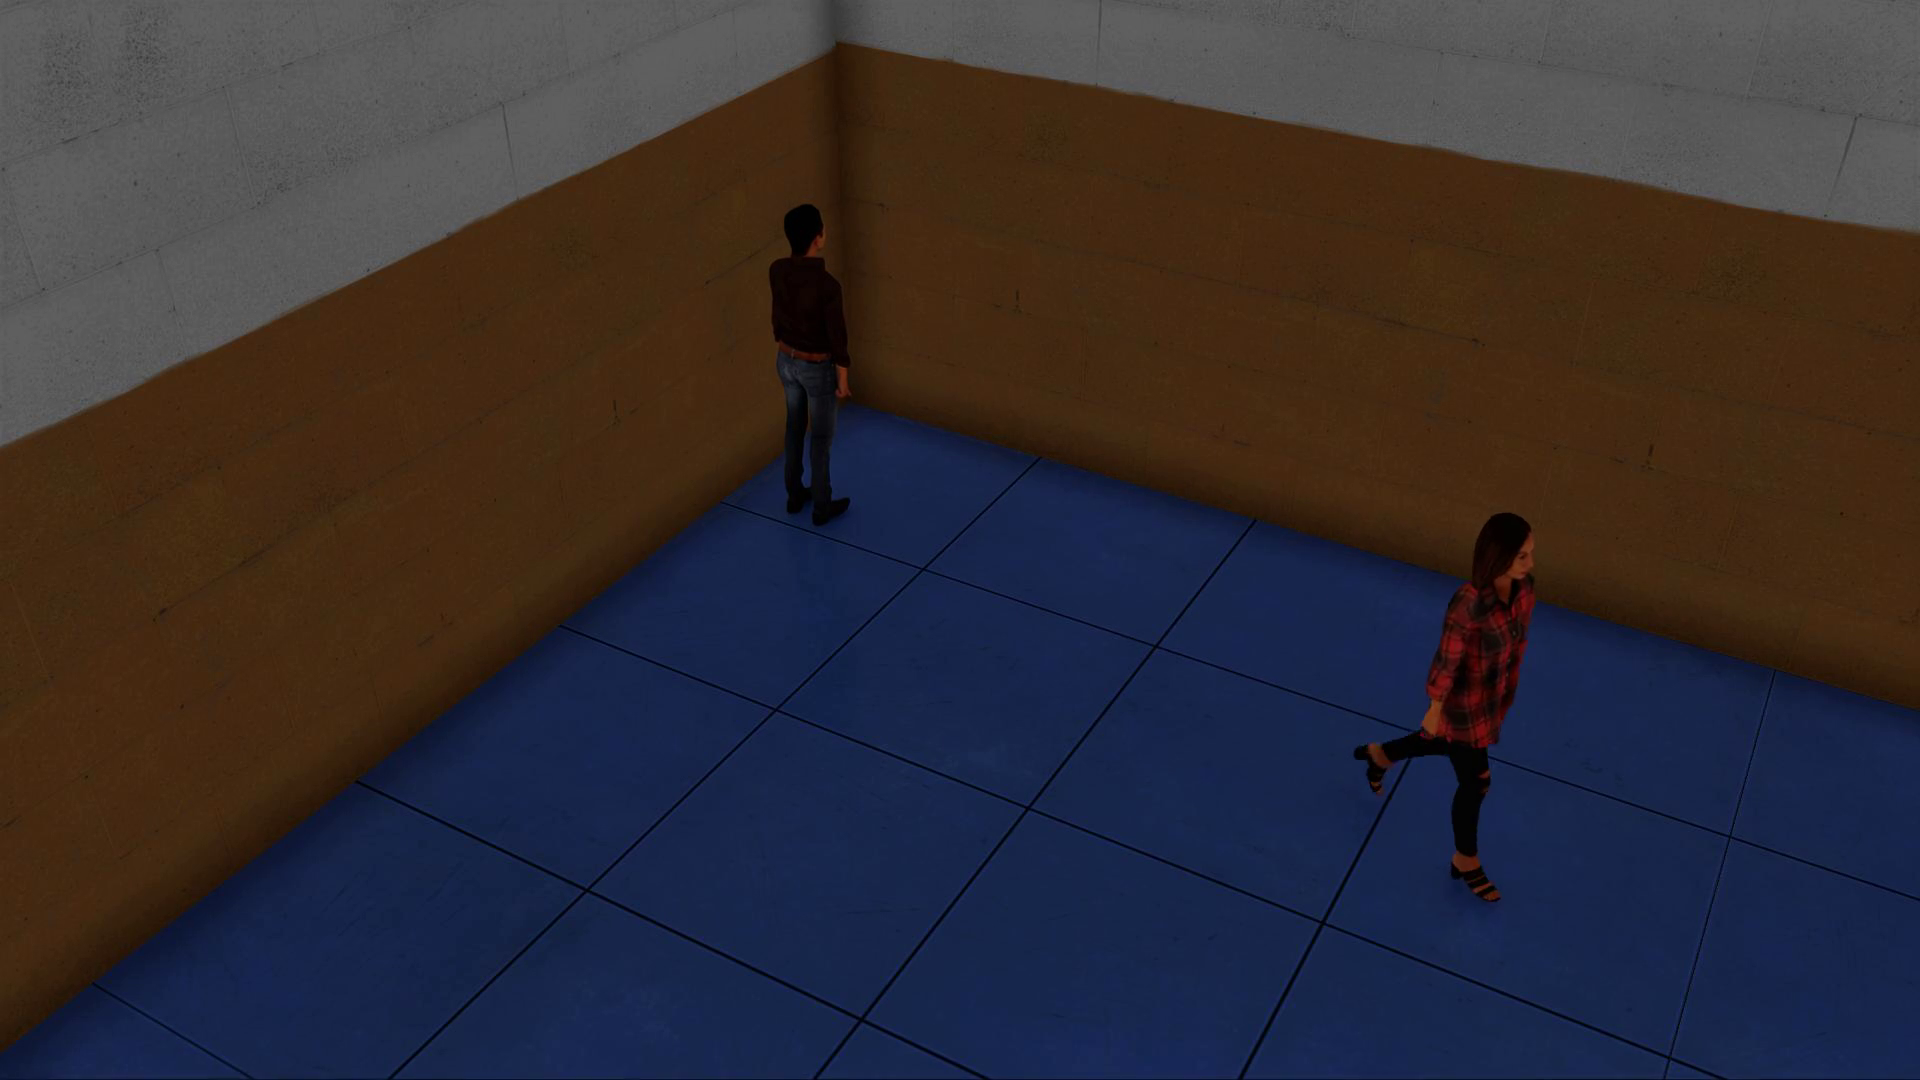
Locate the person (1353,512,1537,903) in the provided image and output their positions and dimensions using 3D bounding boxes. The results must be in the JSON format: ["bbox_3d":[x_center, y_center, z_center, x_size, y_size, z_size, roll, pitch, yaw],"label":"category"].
[{"bbox_3d":[1.943,0.592,6.552,1.091,1.677,0.947,-24,40,-31],"label":"person"}]

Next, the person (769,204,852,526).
[{"bbox_3d":[-0.804,-0.904,8.709,0.637,1.778,0.520,20,39,27],"label":"person"}]
